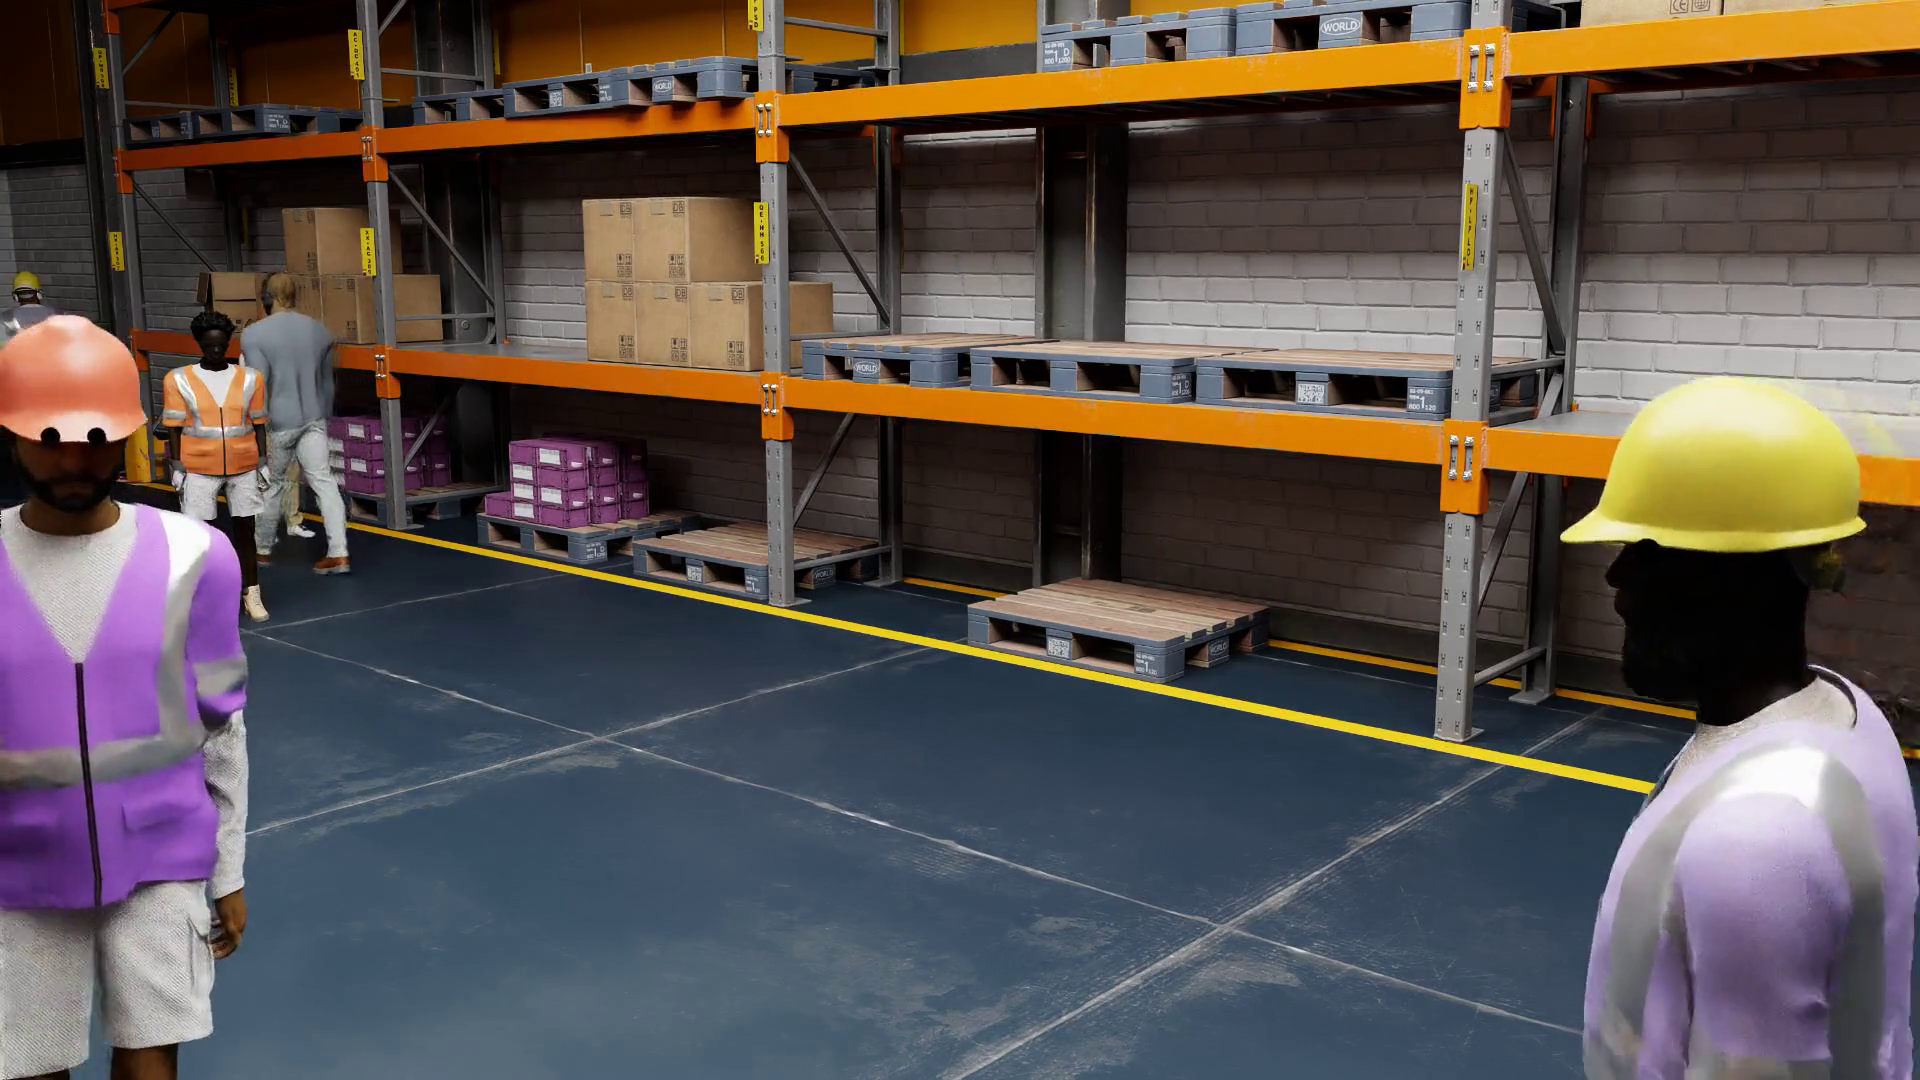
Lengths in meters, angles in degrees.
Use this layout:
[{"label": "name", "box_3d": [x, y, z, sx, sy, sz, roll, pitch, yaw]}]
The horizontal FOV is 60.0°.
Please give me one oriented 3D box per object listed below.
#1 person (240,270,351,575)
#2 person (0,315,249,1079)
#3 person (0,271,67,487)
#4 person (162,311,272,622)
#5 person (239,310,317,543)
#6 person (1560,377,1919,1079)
[{"label": "person", "box_3d": [-4.170, -0.723, 10.352, 1.041, 1.884, 0.646, 7, 12, 35]}, {"label": "person", "box_3d": [-1.553, 0.557, 2.969, 0.567, 1.915, 0.647, -6, 11, -29]}, {"label": "person", "box_3d": [-7.823, -1.354, 14.098, 0.592, 1.828, 0.404, -9, 14, -43]}, {"label": "person", "box_3d": [-3.968, -0.378, 8.925, 0.532, 1.693, 0.319, -7, 12, -34]}, {"label": "person", "box_3d": [-4.713, -0.790, 11.472, 0.282, 1.626, 0.491, 6, 12, 31]}, {"label": "person", "box_3d": [0.905, 0.770, 1.824, 0.887, 1.899, 0.599, 6, 12, 31]}]
